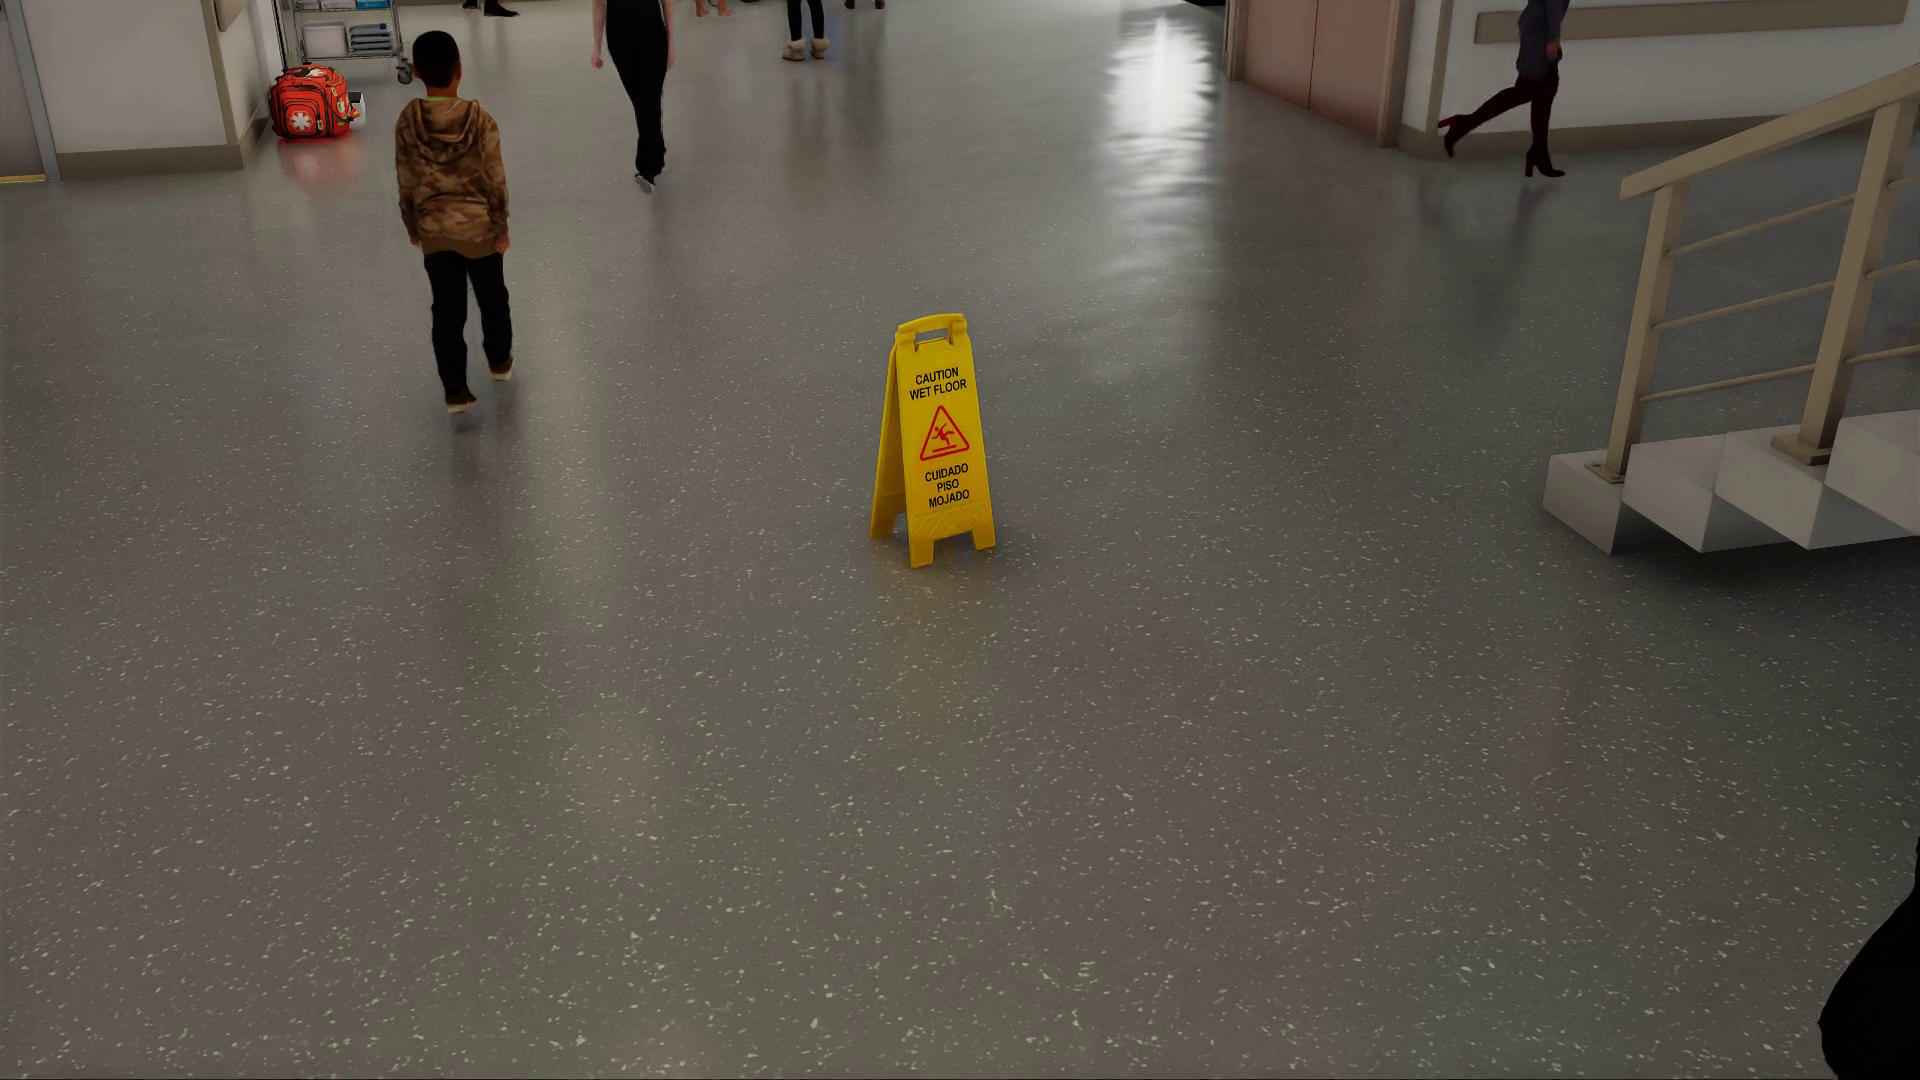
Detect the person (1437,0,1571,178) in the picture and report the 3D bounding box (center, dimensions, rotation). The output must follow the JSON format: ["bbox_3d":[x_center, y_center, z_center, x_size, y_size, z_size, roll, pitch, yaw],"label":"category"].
[{"bbox_3d":[3.323,-2.965,9.789,0.906,1.692,1.044,3,26,7],"label":"person"}]

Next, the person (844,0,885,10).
[{"bbox_3d":[-1.011,-6.112,16.127,0.757,1.855,0.731,0,26,0],"label":"person"}]

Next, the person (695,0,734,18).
[{"bbox_3d":[-2.458,-5.766,15.677,0.697,1.623,0.708,6,26,12],"label":"person"}]

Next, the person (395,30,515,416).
[{"bbox_3d":[-1.938,-1.171,6.379,0.646,1.423,0.974,-3,26,-7],"label":"person"}]

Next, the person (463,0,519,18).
[{"bbox_3d":[-4.565,-5.939,15.776,0.771,1.848,0.974,17,31,31],"label":"person"}]

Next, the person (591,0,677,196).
[{"bbox_3d":[-1.847,-2.896,9.640,0.849,1.698,1.183,2,26,5],"label":"person"}]

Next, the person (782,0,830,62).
[{"bbox_3d":[-1.313,-4.799,13.630,0.645,1.659,0.601,-12,28,-24],"label":"person"}]
